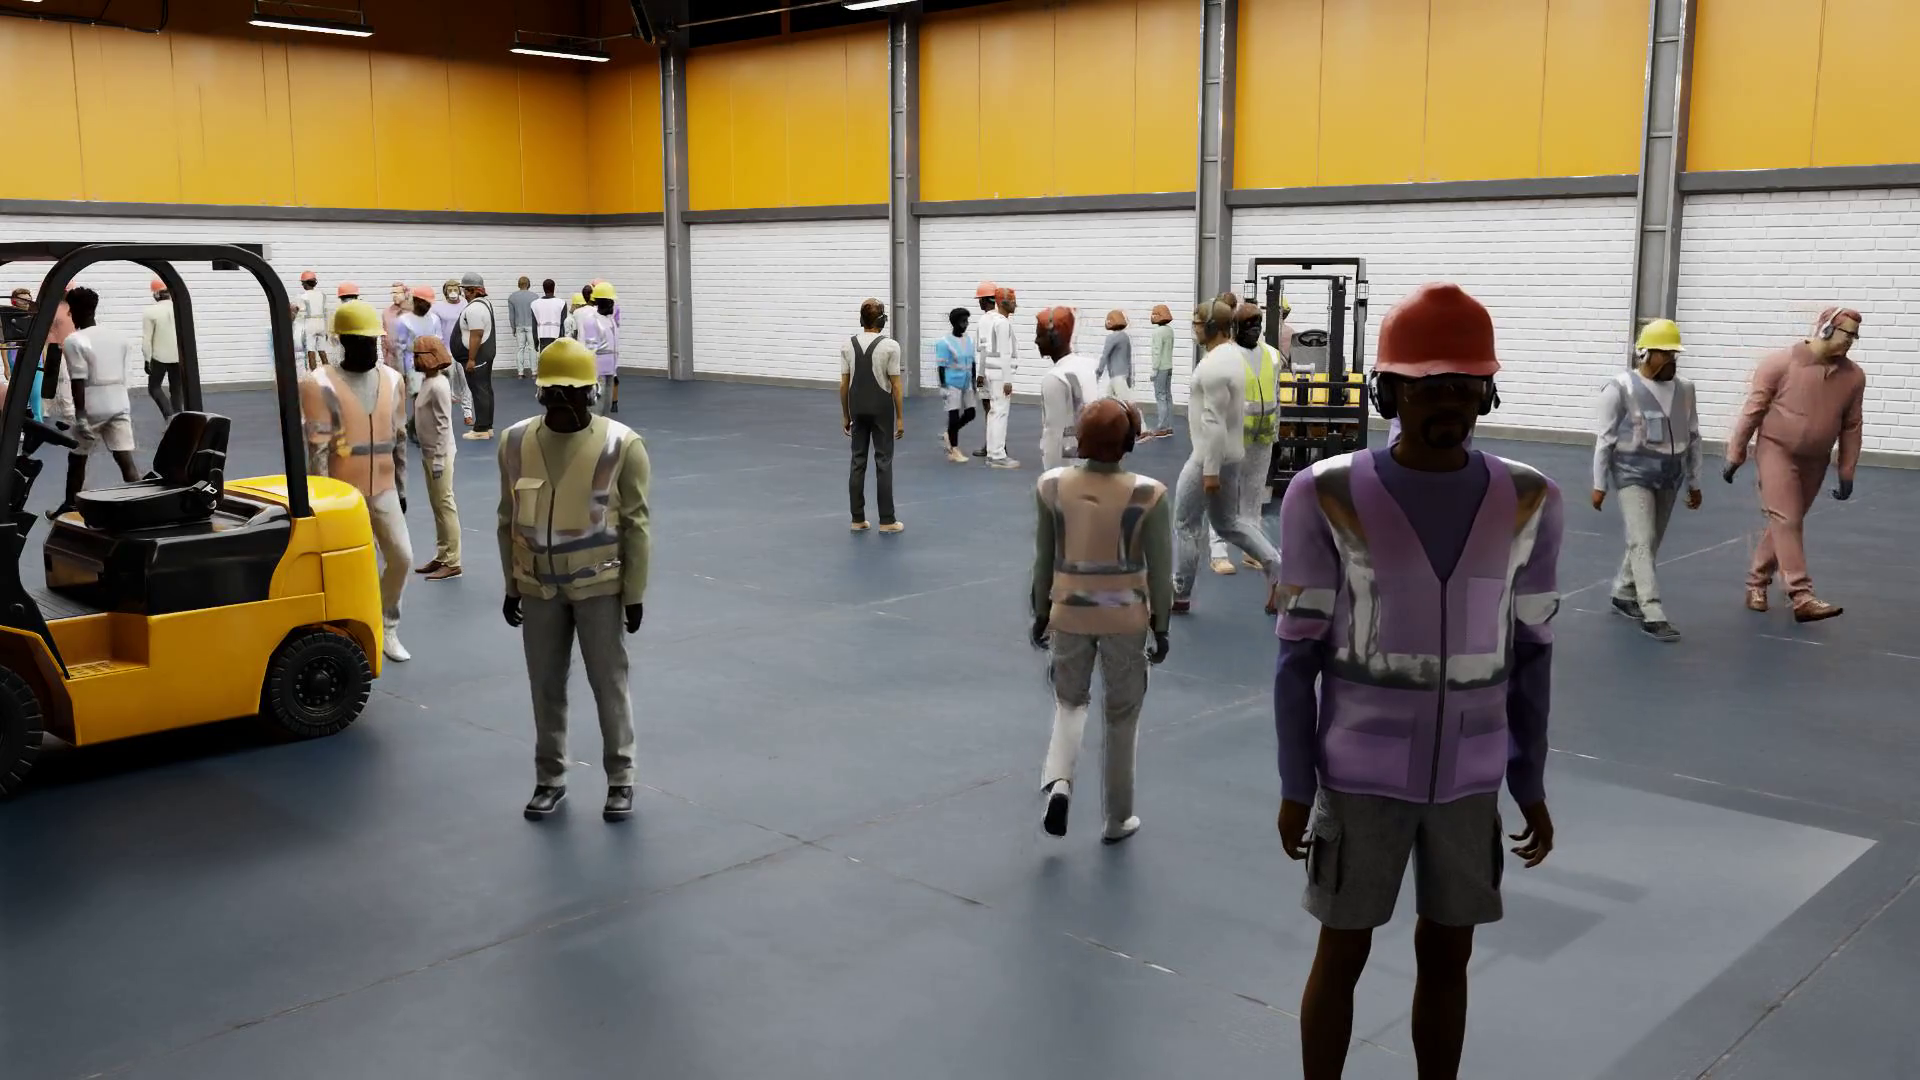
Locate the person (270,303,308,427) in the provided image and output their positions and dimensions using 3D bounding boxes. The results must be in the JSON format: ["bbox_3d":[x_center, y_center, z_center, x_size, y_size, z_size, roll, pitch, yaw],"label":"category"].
[{"bbox_3d":[-8.626,-2.239,21.470,0.436,1.626,0.529,9,13,44],"label":"person"}]

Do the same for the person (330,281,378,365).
[{"bbox_3d":[-6.805,-1.929,18.676,0.376,1.931,0.542,9,13,43],"label":"person"}]

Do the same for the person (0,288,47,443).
[{"bbox_3d":[-11.225,-2.099,19.973,0.391,1.846,0.564,5,11,29],"label":"person"}]

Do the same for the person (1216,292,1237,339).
[{"bbox_3d":[2.922,-1.741,17.858,0.511,1.826,0.630,6,11,32],"label":"person"}]

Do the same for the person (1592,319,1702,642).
[{"bbox_3d":[3.962,-0.364,9.524,0.614,1.794,0.846,-2,10,-14],"label":"person"}]

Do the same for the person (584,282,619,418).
[{"bbox_3d":[-3.892,-1.853,18.222,0.388,1.926,0.590,2,9,12],"label":"person"}]

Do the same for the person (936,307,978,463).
[{"bbox_3d":[-0.061,-1.653,17.760,0.569,1.669,0.521,-9,13,-42],"label":"person"}]

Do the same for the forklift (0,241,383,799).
[{"bbox_3d":[-3.706,-0.171,7.093,1.214,2.155,2.313,9,13,43],"label":"forklift"}]

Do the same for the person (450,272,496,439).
[{"bbox_3d":[-5.946,-2.249,20.304,0.536,2.000,0.677,-1,9,-3],"label":"person"}]

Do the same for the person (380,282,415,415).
[{"bbox_3d":[-6.922,-2.249,20.708,0.643,1.910,0.400,2,10,15],"label":"person"}]

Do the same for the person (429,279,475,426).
[{"bbox_3d":[-6.646,-2.460,21.912,0.630,1.940,0.372,-4,10,-25],"label":"person"}]

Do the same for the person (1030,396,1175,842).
[{"bbox_3d":[0.492,0.306,5.907,0.537,1.625,0.448,4,10,21],"label":"person"}]

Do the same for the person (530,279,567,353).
[{"bbox_3d":[-6.528,-3.195,26.509,0.587,1.911,0.397,1,9,4],"label":"person"}]

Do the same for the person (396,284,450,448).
[{"bbox_3d":[-6.309,-2.020,19.349,0.809,1.897,0.552,7,12,37],"label":"person"}]

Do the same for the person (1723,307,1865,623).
[{"bbox_3d":[4.963,-0.436,9.786,0.717,1.846,0.944,-1,9,-9],"label":"person"}]

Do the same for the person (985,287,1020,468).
[{"bbox_3d":[0.436,-1.699,17.409,0.337,1.882,0.583,-2,9,-11],"label":"person"}]

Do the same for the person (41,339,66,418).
[{"bbox_3d":[-12.657,-2.513,23.147,0.525,1.639,0.307,-3,10,-18],"label":"person"}]

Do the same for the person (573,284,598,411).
[{"bbox_3d":[-4.853,-2.420,21.895,0.513,1.864,0.331,4,10,22],"label":"person"}]

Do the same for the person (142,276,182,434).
[{"bbox_3d":[-9.816,-2.270,20.600,0.609,1.982,0.639,7,12,38],"label":"person"}]

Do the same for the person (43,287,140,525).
[{"bbox_3d":[-6.874,-1.027,13.151,0.944,1.923,0.620,4,10,21],"label":"person"}]

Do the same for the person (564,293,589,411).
[{"bbox_3d":[-5.179,-2.501,22.755,0.321,1.742,0.492,6,11,34],"label":"person"}]

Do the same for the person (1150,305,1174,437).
[{"bbox_3d":[2.487,-2.084,20.535,0.264,1.632,0.507,5,11,29],"label":"person"}]

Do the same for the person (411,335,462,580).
[{"bbox_3d":[-3.520,-0.551,11.139,0.283,1.633,0.497,-5,10,-27],"label":"person"}]

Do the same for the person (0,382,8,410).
[{"bbox_3d":[-5.671,-0.356,9.528,0.304,1.772,0.525,8,12,40],"label":"person"}]

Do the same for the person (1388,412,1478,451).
[{"bbox_3d":[2.390,-0.262,8.526,0.406,1.911,0.636,8,12,42],"label":"person"}]

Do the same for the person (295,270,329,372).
[{"bbox_3d":[-11.079,-3.577,28.435,0.394,2.044,0.609,6,11,32],"label":"person"}]

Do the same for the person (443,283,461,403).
[{"bbox_3d":[-7.896,-3.058,25.799,0.310,1.864,0.533,0,9,-1],"label":"person"}]

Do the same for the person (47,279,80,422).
[{"bbox_3d":[-12.119,-2.576,22.510,0.620,1.972,0.612,4,10,21],"label":"person"}]

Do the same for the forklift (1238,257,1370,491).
[{"bbox_3d":[3.309,-1.629,16.029,1.214,2.155,2.313,2,9,11],"label":"forklift"}]

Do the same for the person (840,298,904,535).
[{"bbox_3d":[-0.684,-0.961,13.002,0.517,1.843,0.326,4,10,21],"label":"person"}]

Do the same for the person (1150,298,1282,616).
[{"bbox_3d":[1.570,-0.471,9.825,0.904,1.910,0.640,3,10,20],"label":"person"}]

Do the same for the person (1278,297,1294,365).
[{"bbox_3d":[3.463,-1.764,18.172,0.316,1.769,0.525,7,12,37],"label":"person"}]

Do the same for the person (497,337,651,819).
[{"bbox_3d":[-1.449,0.156,6.246,0.589,1.824,0.403,1,9,8],"label":"person"}]

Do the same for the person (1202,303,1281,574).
[{"bbox_3d":[1.941,-0.693,11.372,0.626,1.844,0.429,-4,10,-25],"label":"person"}]

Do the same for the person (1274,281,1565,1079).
[{"bbox_3d":[0.968,0.486,3.522,0.604,2.044,0.375,-1,9,-4],"label":"person"}]

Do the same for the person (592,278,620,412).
[{"bbox_3d":[-5.147,-2.784,23.898,0.545,1.938,0.355,-8,12,-40],"label":"person"}]

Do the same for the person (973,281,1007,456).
[{"bbox_3d":[0.317,-1.888,18.412,0.372,1.933,0.551,5,10,28],"label":"person"}]

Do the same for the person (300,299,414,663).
[{"bbox_3d":[-3.066,-0.268,8.536,0.468,1.913,0.594,8,12,42],"label":"person"}]

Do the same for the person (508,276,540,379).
[{"bbox_3d":[-8.146,-3.980,31.230,0.632,1.940,0.372,1,9,6],"label":"person"}]

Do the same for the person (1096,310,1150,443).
[{"bbox_3d":[1.915,-1.957,19.908,0.874,1.586,0.506,5,10,26],"label":"person"}]

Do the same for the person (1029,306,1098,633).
[{"bbox_3d":[0.678,-0.380,9.362,0.537,1.868,0.604,4,10,24],"label":"person"}]
